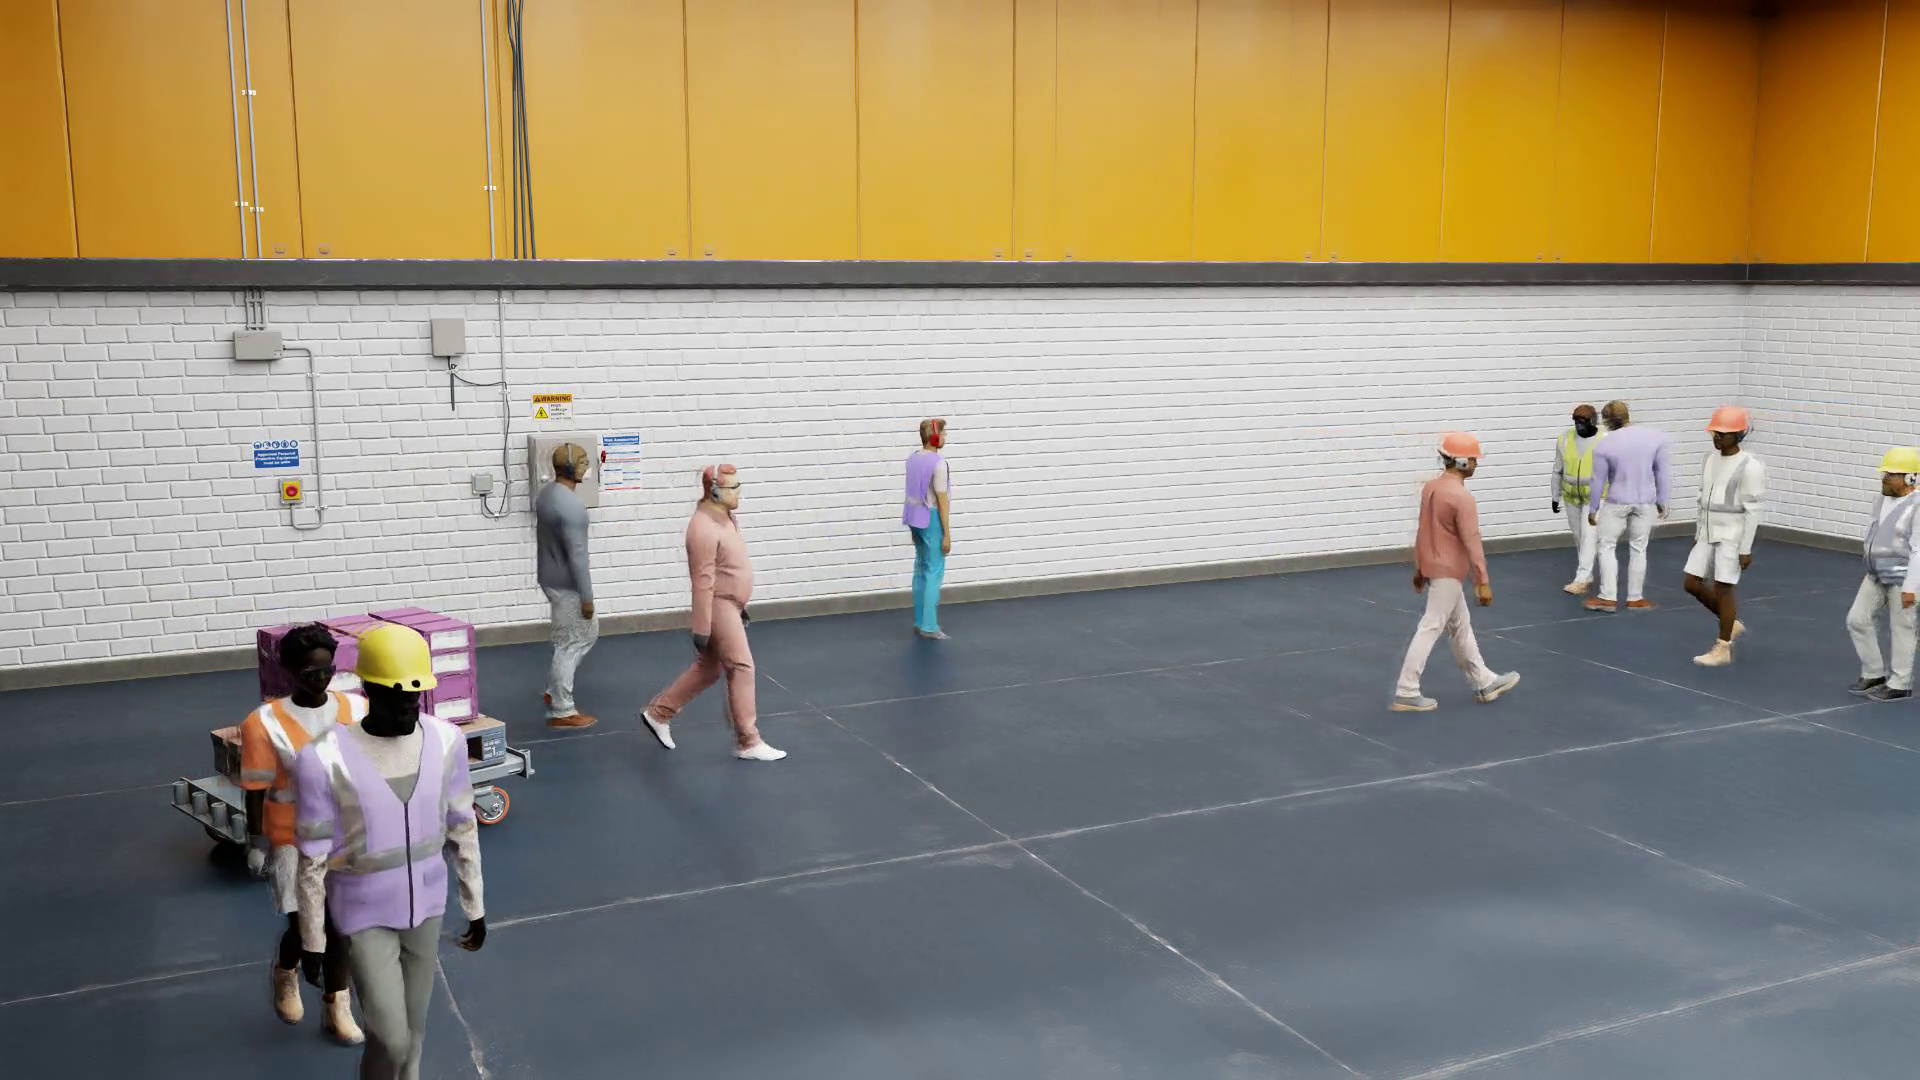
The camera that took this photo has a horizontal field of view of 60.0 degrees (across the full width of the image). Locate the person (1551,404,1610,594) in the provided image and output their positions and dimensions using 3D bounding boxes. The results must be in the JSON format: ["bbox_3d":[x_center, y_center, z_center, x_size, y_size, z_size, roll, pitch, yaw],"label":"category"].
[{"bbox_3d":[6.027,-0.413,15.938,0.666,1.794,0.956,8,12,41],"label":"person"}]

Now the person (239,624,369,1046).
[{"bbox_3d":[-2.520,1.149,6.512,0.394,1.683,0.551,8,12,42],"label":"person"}]

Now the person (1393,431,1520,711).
[{"bbox_3d":[3.467,0.226,11.458,1.007,1.941,0.659,-1,9,-6],"label":"person"}]

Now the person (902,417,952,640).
[{"bbox_3d":[-0.271,-0.098,13.791,0.378,1.848,0.568,-5,11,-30],"label":"person"}]

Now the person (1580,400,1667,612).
[{"bbox_3d":[5.952,-0.290,14.844,0.703,1.897,0.362,0,9,2],"label":"person"}]

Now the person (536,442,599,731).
[{"bbox_3d":[-2.562,0.312,10.976,0.444,1.924,0.660,-5,10,-27],"label":"person"}]

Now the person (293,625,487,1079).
[{"bbox_3d":[-1.838,1.211,5.448,0.517,1.906,0.608,8,12,41],"label":"person"}]

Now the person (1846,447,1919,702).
[{"bbox_3d":[6.511,0.254,11.675,0.511,1.815,0.625,-1,9,-7],"label":"person"}]

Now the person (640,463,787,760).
[{"bbox_3d":[-1.562,0.442,10.352,0.882,1.875,0.647,0,9,-1],"label":"person"}]

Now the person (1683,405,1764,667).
[{"bbox_3d":[5.860,-0.024,12.750,0.479,2.027,0.627,-2,9,-14],"label":"person"}]
